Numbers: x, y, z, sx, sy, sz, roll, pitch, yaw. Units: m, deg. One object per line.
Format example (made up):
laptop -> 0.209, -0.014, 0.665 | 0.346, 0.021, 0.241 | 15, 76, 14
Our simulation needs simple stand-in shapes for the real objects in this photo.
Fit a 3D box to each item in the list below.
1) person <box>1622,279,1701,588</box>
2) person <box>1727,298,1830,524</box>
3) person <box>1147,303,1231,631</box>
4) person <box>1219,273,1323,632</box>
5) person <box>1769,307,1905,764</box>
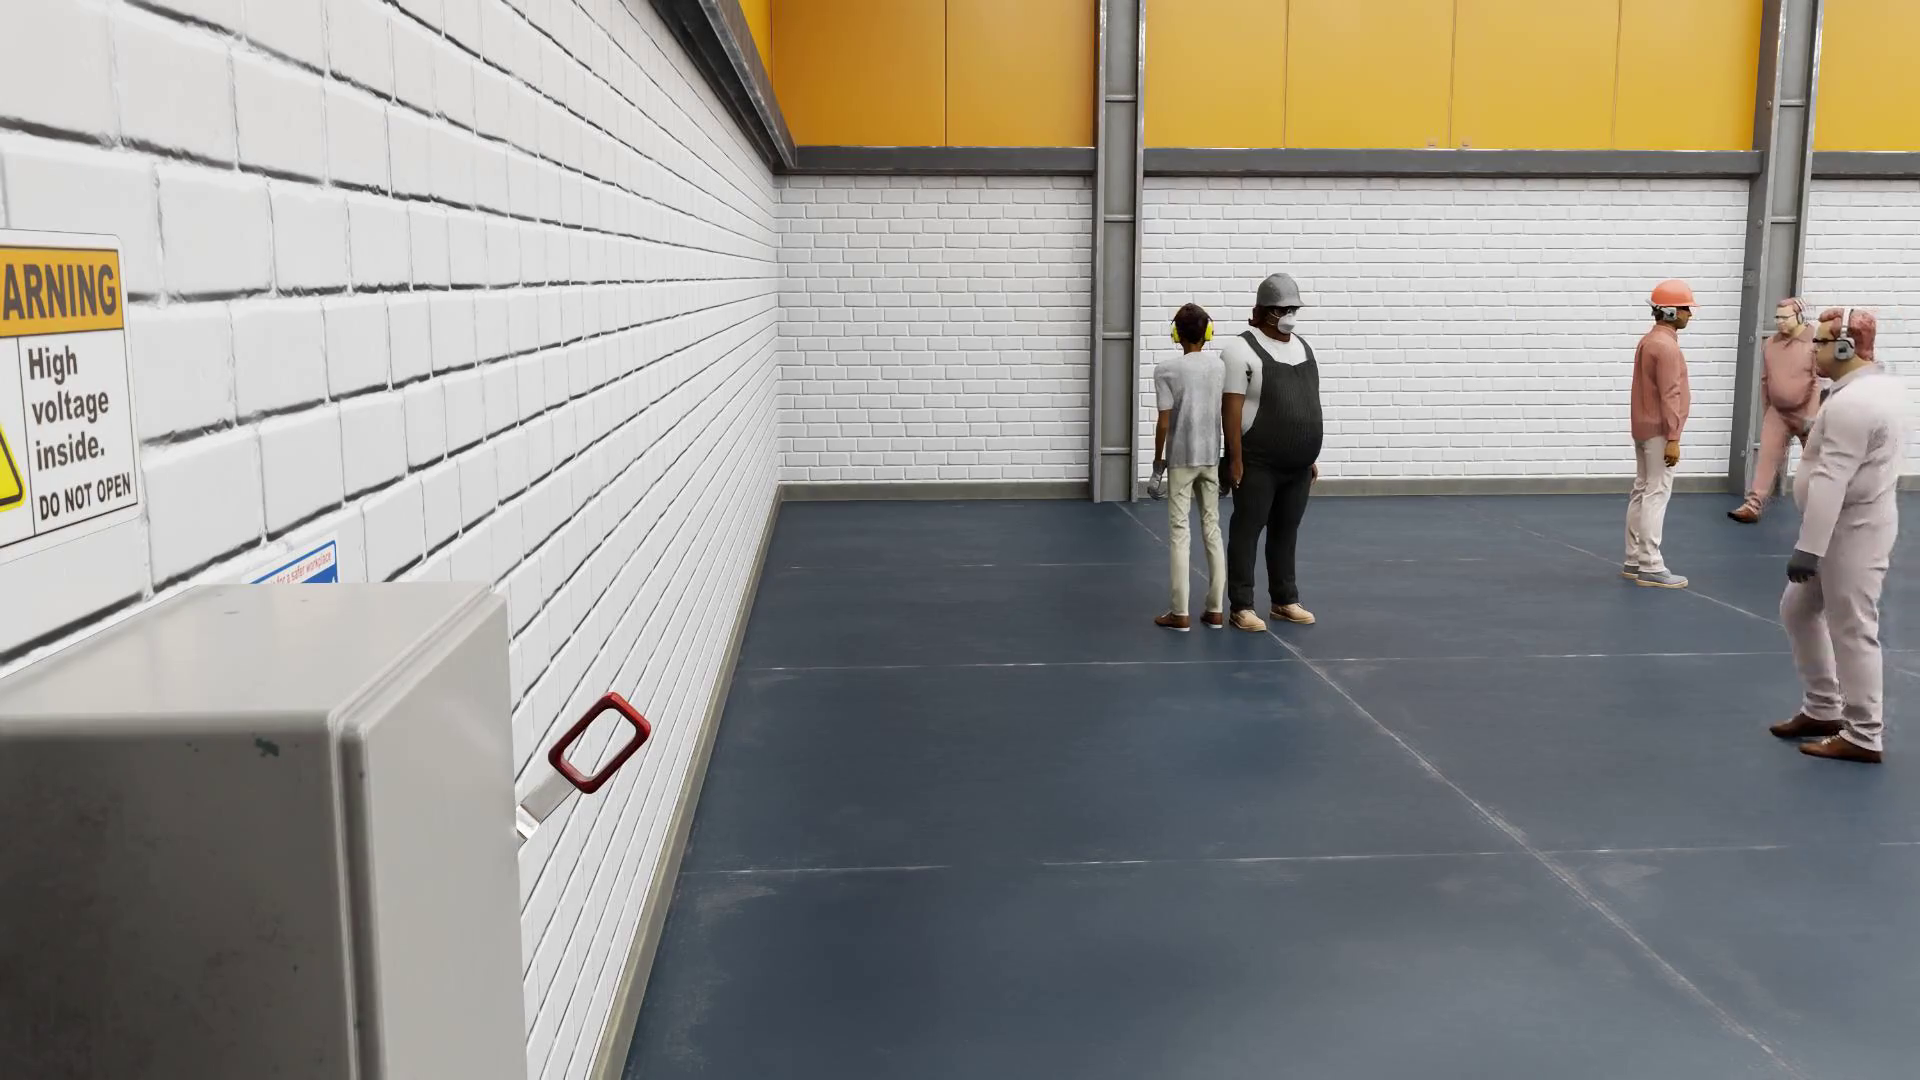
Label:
person -> 4.573, -0.694, 10.857 | 0.381, 1.993, 0.622 | 1, 9, 6
person -> 6.755, -1.027, 13.475 | 1.080, 1.839, 0.664 | -5, 10, -28
person -> 1.312, -0.409, 9.482 | 0.512, 1.866, 0.330 | -3, 9, -17
person -> 1.821, -0.502, 9.512 | 0.682, 2.000, 0.537 | -6, 11, -32
person -> 3.628, -0.017, 6.937 | 0.599, 1.886, 0.661 | 5, 10, 30
